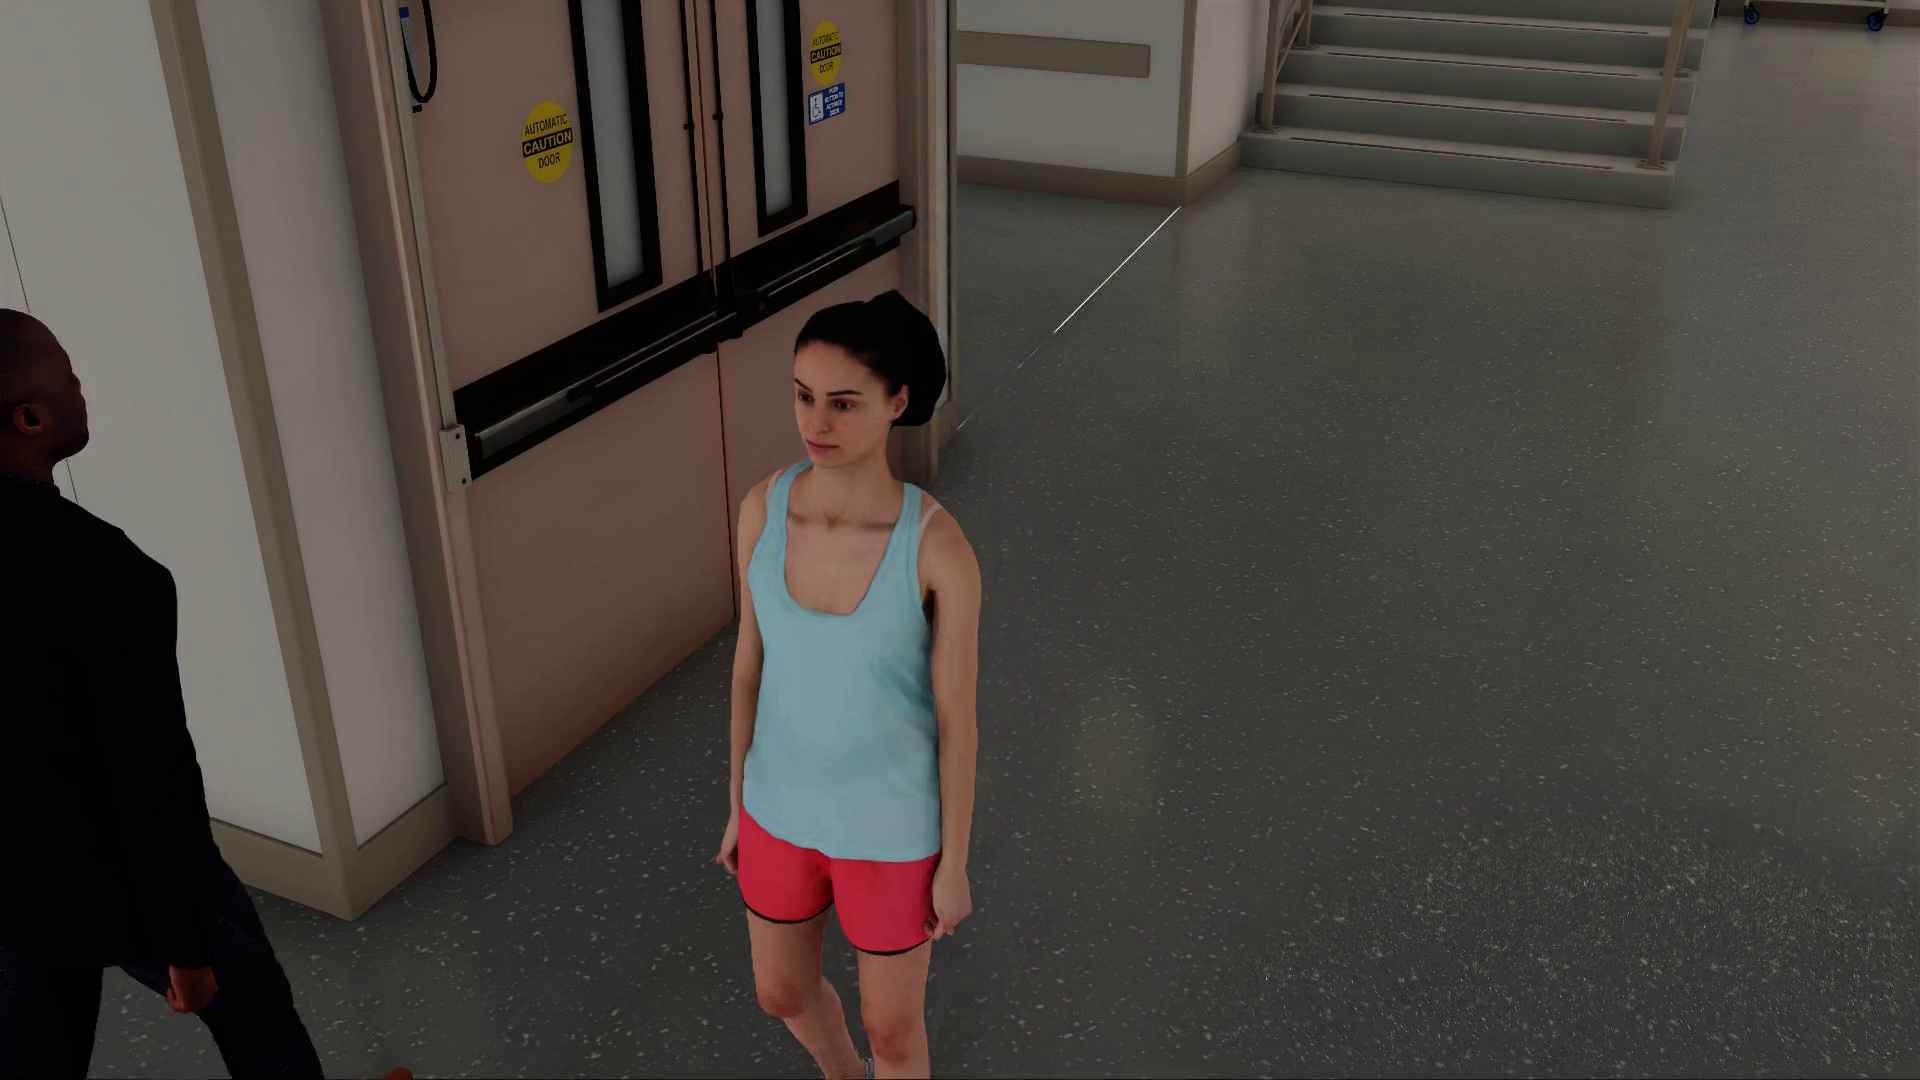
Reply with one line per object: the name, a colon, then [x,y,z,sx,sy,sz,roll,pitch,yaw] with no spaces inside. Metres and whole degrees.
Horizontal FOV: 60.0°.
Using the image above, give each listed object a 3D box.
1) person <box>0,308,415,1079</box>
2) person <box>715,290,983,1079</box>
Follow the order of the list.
person: [-1.365,0.572,2.468,0.796,1.781,1.178,9,27,17]
person: [-0.170,0.448,2.742,0.599,1.766,0.675,11,28,22]
